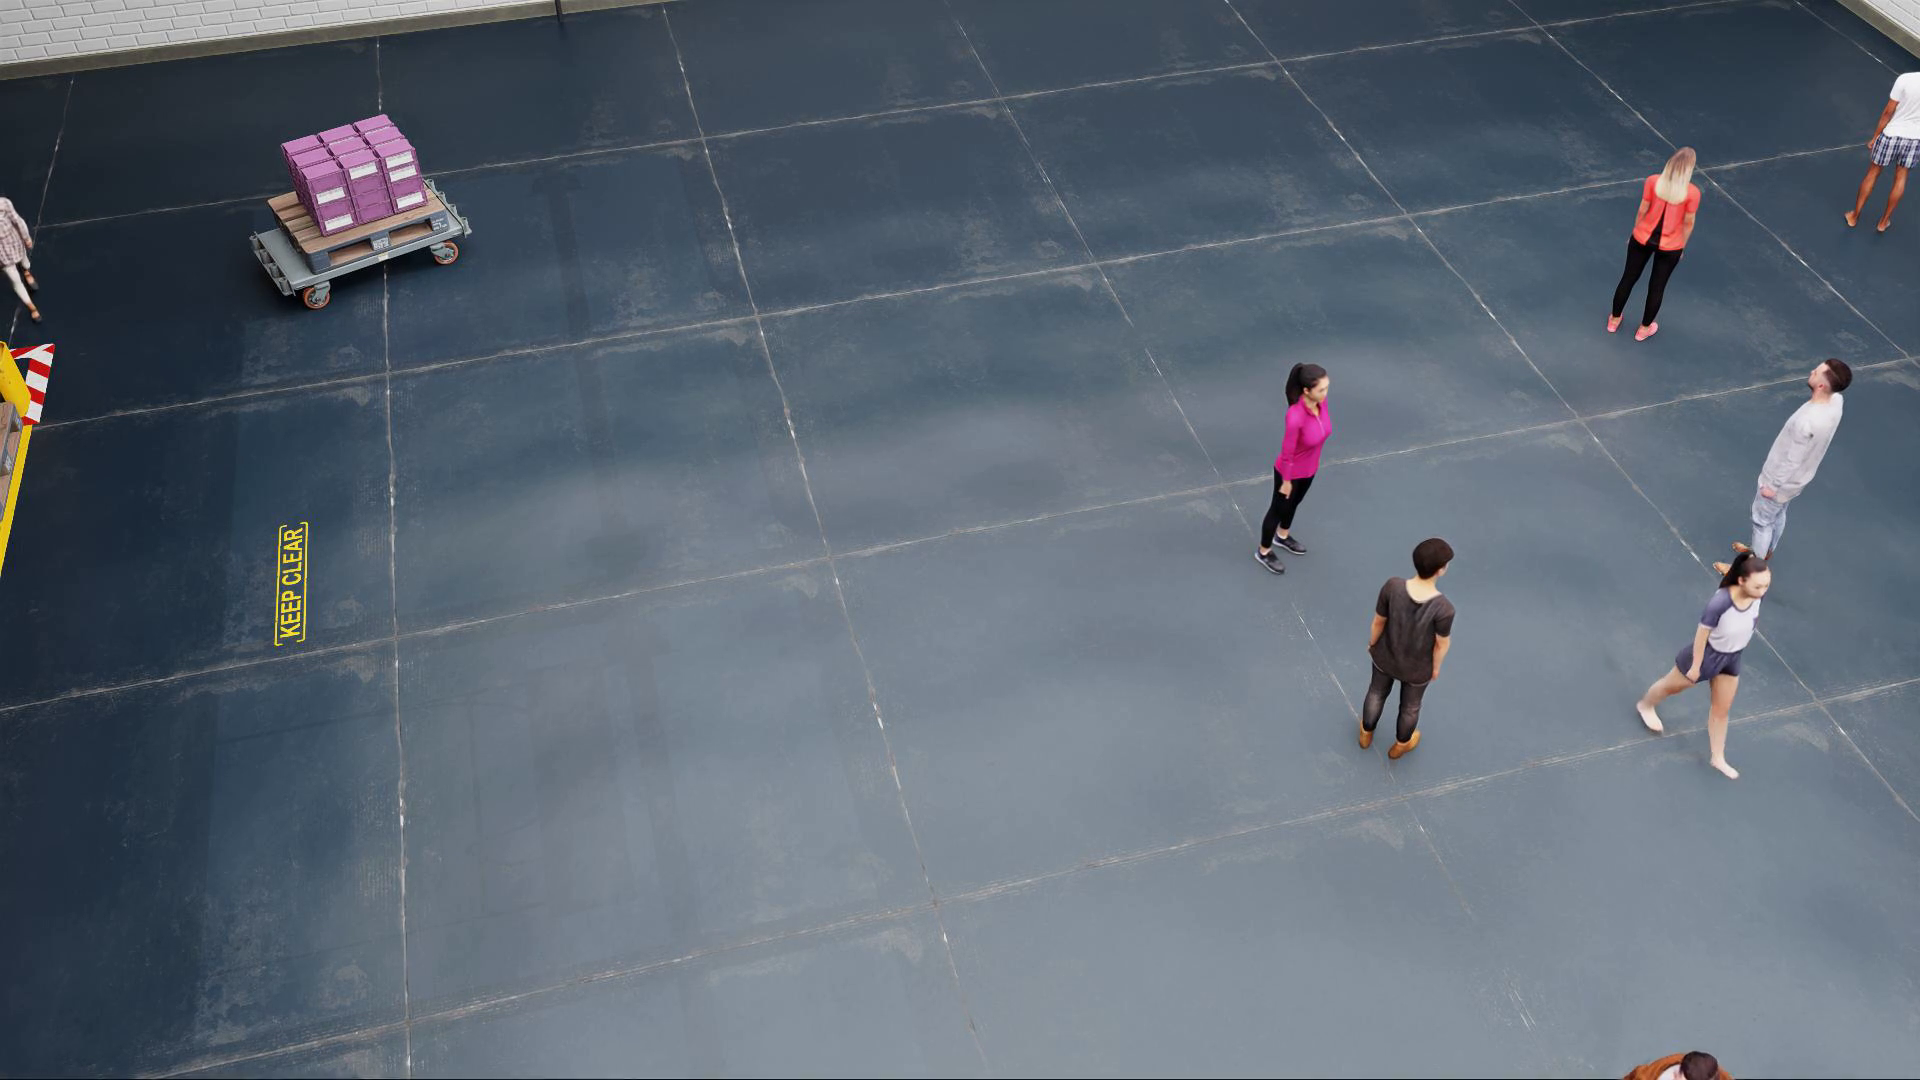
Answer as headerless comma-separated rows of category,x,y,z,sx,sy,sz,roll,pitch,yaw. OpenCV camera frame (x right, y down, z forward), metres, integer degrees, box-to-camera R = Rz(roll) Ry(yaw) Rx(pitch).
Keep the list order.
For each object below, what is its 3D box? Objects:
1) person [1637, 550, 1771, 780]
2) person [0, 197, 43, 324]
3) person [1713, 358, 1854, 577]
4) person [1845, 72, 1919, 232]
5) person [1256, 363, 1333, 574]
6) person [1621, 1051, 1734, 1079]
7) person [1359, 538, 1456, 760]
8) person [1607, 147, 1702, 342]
person,4.497,0.651,10.103,0.653,1.614,1.003,-14,45,-14
person,-7.820,-2.457,13.601,0.737,1.288,0.994,-27,50,-25
person,5.531,-0.456,11.102,0.763,1.839,0.740,-34,53,-30
person,8.131,-3.477,14.350,0.712,1.731,0.741,16,46,16
person,2.266,-0.506,11.256,0.714,1.697,0.676,30,51,28
person,3.194,2.805,7.694,0.866,1.818,0.912,17,46,17
person,2.683,0.674,10.007,0.693,1.713,0.768,25,49,24
person,5.526,-2.354,13.199,0.656,1.694,0.735,26,50,25
